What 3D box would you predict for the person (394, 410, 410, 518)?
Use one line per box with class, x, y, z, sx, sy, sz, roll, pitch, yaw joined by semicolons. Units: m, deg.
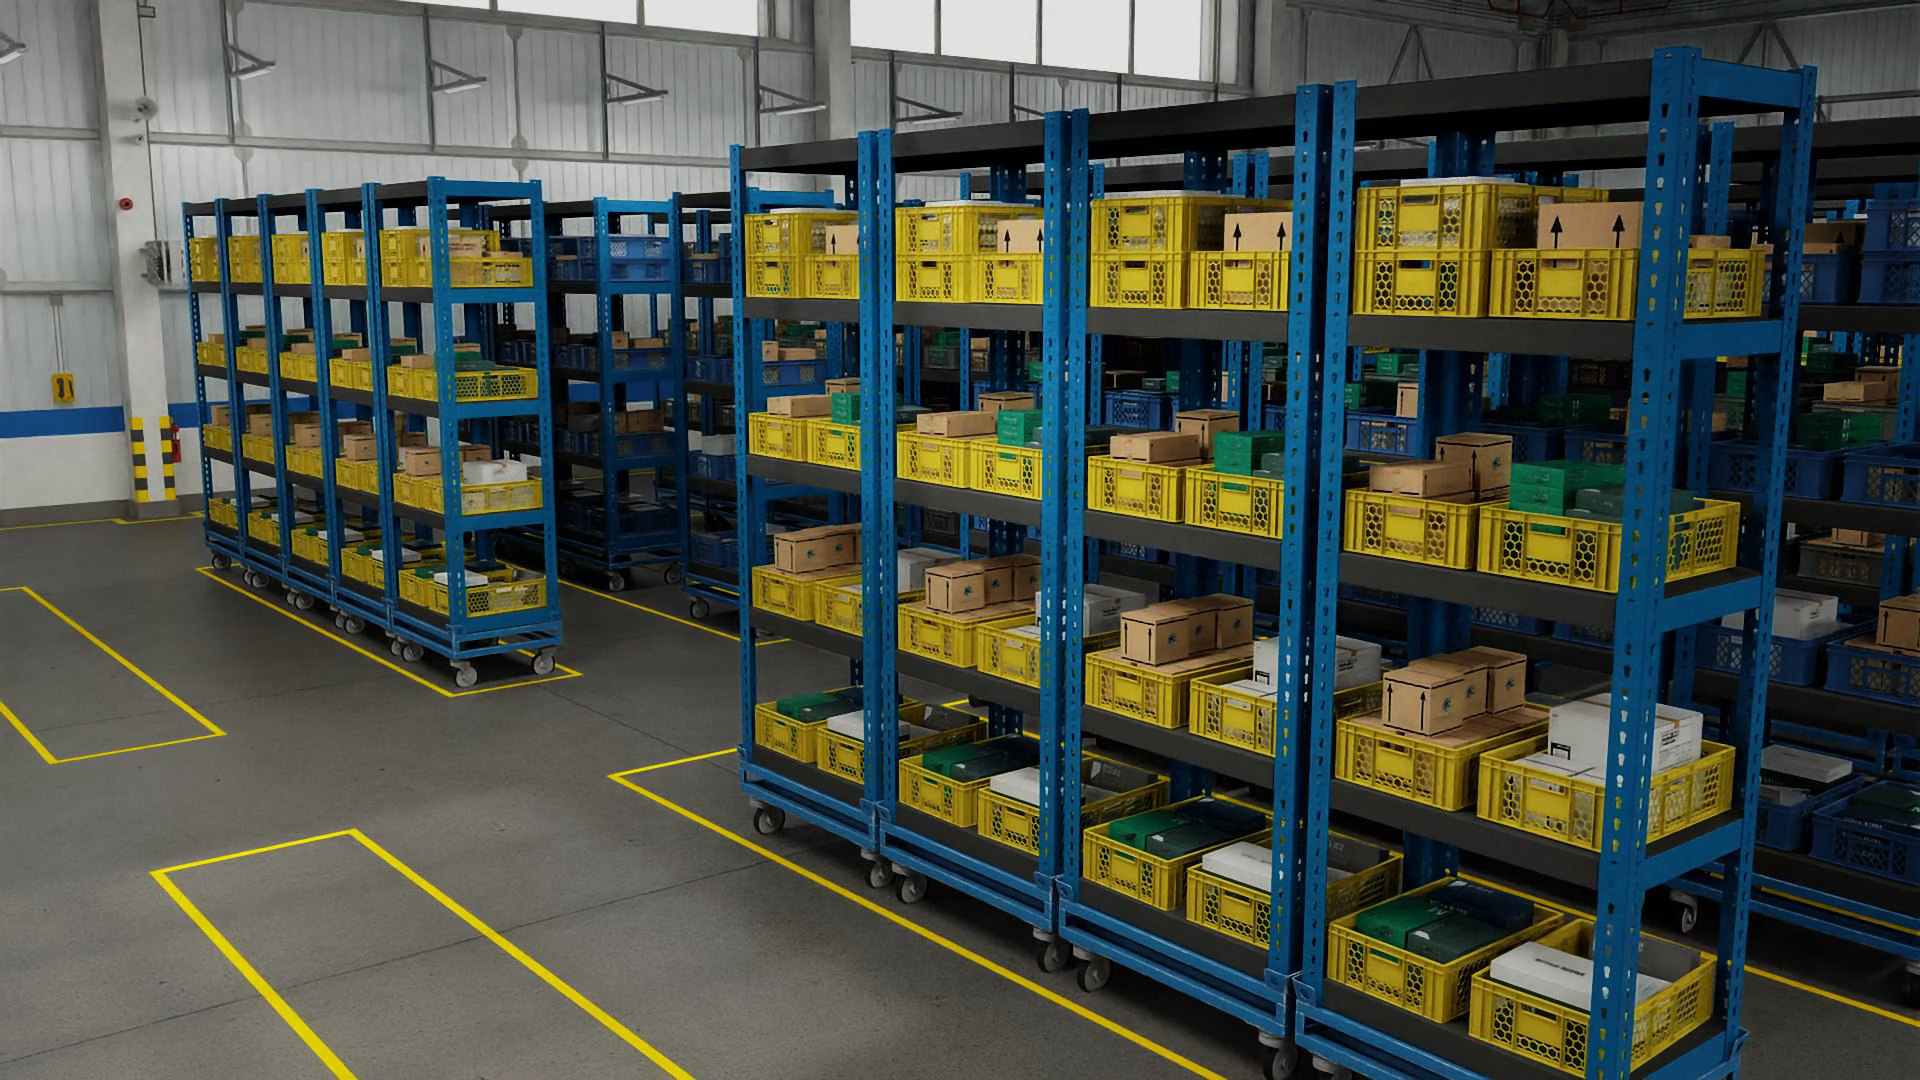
person;-6.667;-1.177;19.808;0.388;1.838;0.564;-2;10;-13
